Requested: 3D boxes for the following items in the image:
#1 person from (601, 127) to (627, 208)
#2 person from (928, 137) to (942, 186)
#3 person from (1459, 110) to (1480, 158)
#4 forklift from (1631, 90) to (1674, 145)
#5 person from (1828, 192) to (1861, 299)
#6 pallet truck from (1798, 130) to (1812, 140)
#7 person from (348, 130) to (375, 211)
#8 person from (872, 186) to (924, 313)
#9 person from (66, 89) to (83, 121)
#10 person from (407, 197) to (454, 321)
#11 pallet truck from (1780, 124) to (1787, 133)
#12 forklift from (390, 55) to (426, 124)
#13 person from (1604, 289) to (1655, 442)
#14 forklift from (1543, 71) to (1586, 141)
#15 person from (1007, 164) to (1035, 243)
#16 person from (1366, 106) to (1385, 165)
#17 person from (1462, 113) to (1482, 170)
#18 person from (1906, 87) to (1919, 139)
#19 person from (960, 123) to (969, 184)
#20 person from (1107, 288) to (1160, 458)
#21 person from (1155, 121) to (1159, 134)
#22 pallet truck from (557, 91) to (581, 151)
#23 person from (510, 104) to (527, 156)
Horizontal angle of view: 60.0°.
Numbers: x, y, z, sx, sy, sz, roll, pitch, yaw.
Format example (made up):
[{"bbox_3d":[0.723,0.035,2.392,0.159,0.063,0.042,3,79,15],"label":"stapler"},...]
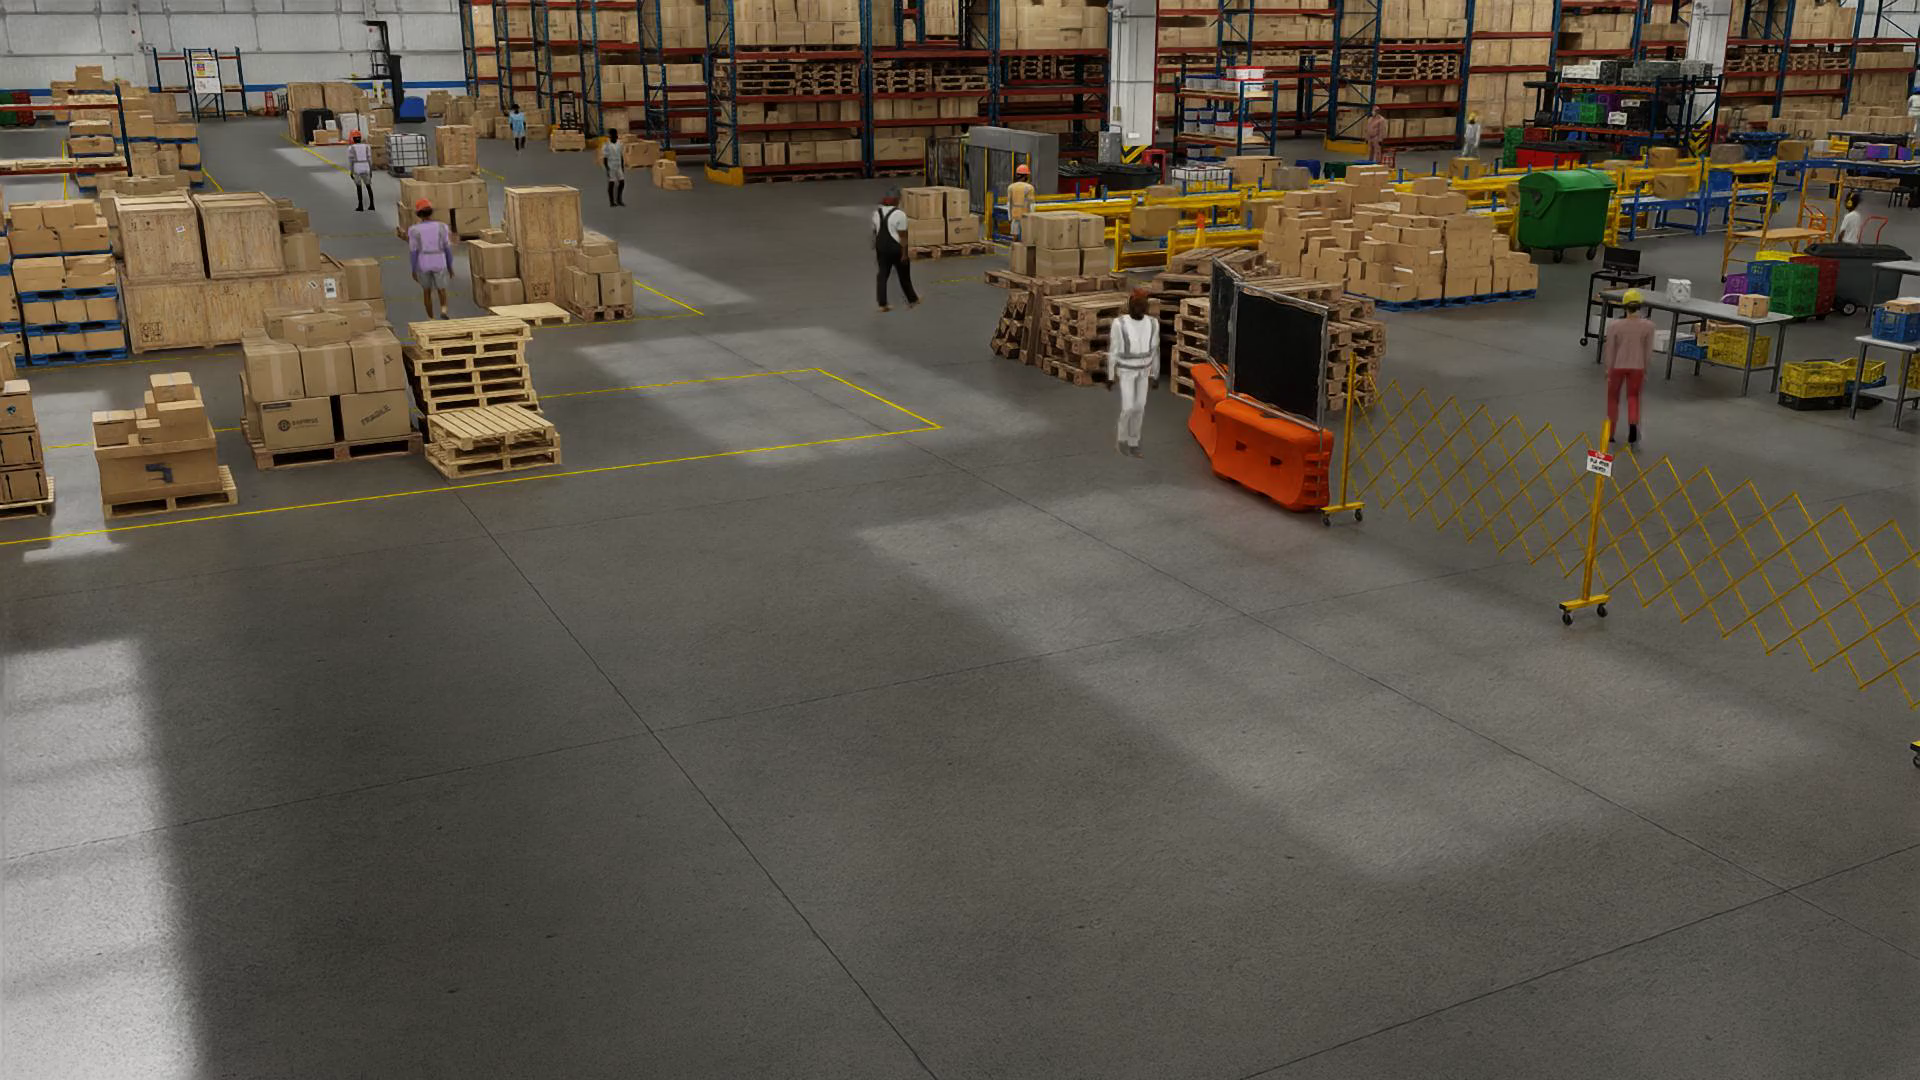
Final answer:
[{"bbox_3d":[-8.467,-9.124,40.785,0.495,1.943,0.659,15,23,40],"label":"person"},{"bbox_3d":[-0.737,-9.229,41.575,0.790,1.656,0.535,-10,20,-28],"label":"person"},{"bbox_3d":[16.349,-12.896,53.105,0.804,1.608,0.502,-5,18,-15],"label":"person"},{"bbox_3d":[24.776,-15.241,58.348,1.873,2.768,1.129,11,21,30],"label":"forklift"},{"bbox_3d":[14.686,-4.805,27.488,0.874,1.844,0.514,16,24,41],"label":"person"},{"bbox_3d":[25.526,-11.556,49.408,1.630,1.274,0.653,-9,20,-26],"label":"pallet truck"},{"bbox_3d":[-14.502,-8.937,40.240,0.542,1.928,0.398,-15,23,-38],"label":"person"},{"bbox_3d":[-1.015,-4.737,26.956,0.702,2.000,0.957,12,22,34],"label":"person"},{"bbox_3d":[-32.284,-15.494,60.770,0.665,1.867,0.805,1,18,3],"label":"person"},{"bbox_3d":[-7.989,-4.155,25.174,0.623,2.020,0.659,-9,20,-25],"label":"person"},{"bbox_3d":[25.206,-12.542,52.601,1.601,1.201,0.680,0,18,-2],"label":"pallet truck"},{"bbox_3d":[-23.574,-18.900,69.755,1.873,2.768,1.129,-9,20,-26],"label":"forklift"},{"bbox_3d":[7.498,-1.929,18.668,0.535,1.749,0.529,2,18,7],"label":"person"},{"bbox_3d":[18.685,-13.231,52.085,1.873,2.768,1.129,-9,20,-26],"label":"forklift"},{"bbox_3d":[1.159,-6.086,31.332,0.547,1.934,0.376,9,20,26],"label":"person"},{"bbox_3d":[12.484,-12.101,50.155,0.394,1.899,0.641,-11,21,-30],"label":"person"},{"bbox_3d":[15.163,-11.718,49.151,0.932,1.783,0.600,-9,20,-27],"label":"person"},{"bbox_3d":[35.535,-15.882,61.882,0.600,1.923,0.448,11,21,31],"label":"person"},{"bbox_3d":[0.166,-10.778,46.374,0.320,1.684,0.541,-4,18,-13],"label":"person"},{"bbox_3d":[1.901,-1.793,18.055,0.615,1.865,0.420,-7,19,-21],"label":"person"},{"bbox_3d":[7.414,-16.685,64.583,0.566,1.814,0.878,-9,20,-27],"label":"person"},{"bbox_3d":[-13.495,-14.412,57.188,0.823,1.965,1.885,-3,18,-9],"label":"pallet truck"},{"bbox_3d":[-14.656,-13.609,55.190,0.551,1.677,0.490,-10,20,-28],"label":"person"}]
